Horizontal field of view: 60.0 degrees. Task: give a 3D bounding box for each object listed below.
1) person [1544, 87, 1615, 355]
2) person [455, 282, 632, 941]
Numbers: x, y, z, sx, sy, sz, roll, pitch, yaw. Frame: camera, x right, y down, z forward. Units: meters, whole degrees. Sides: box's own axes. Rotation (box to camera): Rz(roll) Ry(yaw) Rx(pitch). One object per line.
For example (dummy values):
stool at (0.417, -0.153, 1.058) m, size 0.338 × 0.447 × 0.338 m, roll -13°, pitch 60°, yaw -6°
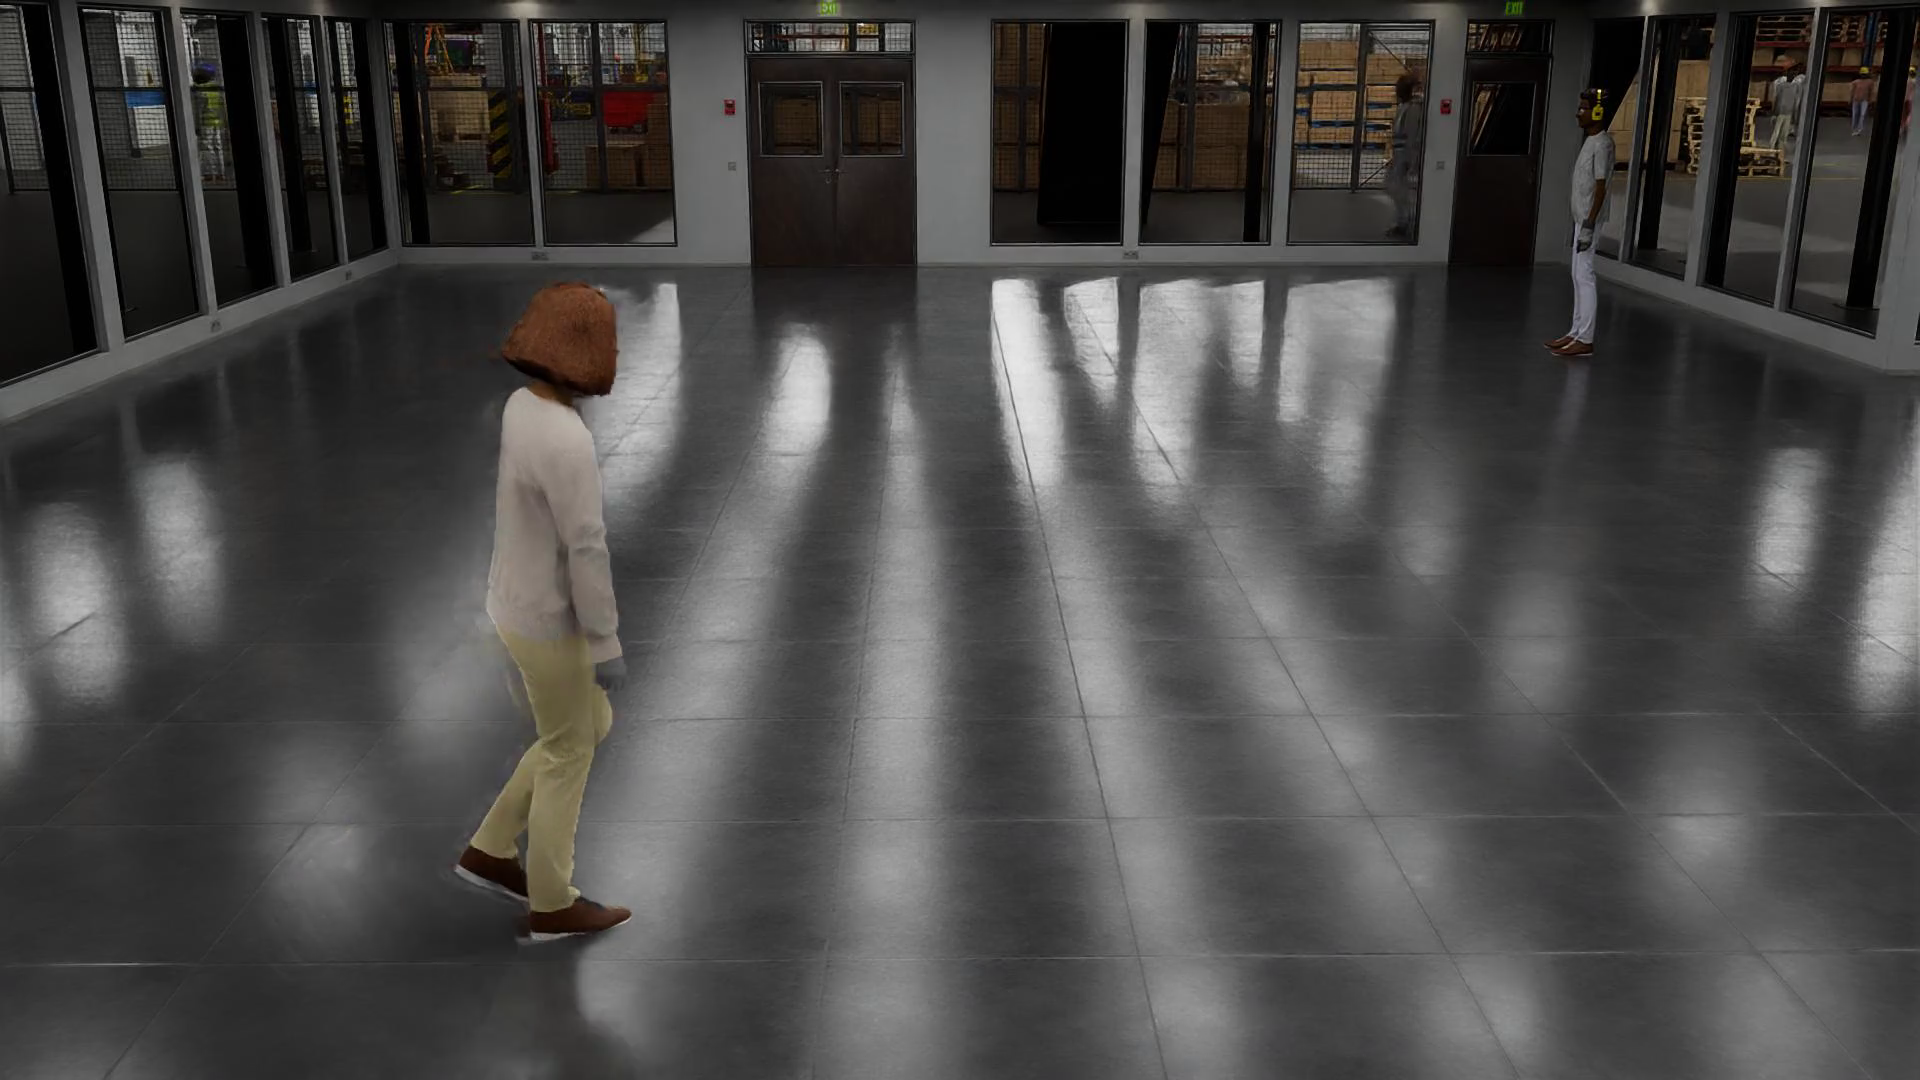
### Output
person at (4.434, -2.248, 11.823) m, size 0.328 × 1.872 × 0.514 m, roll 3°, pitch 17°, yaw 11°
person at (-0.964, 0.197, 3.955) m, size 0.371 × 1.616 × 0.505 m, roll -7°, pitch 18°, yaw -23°
